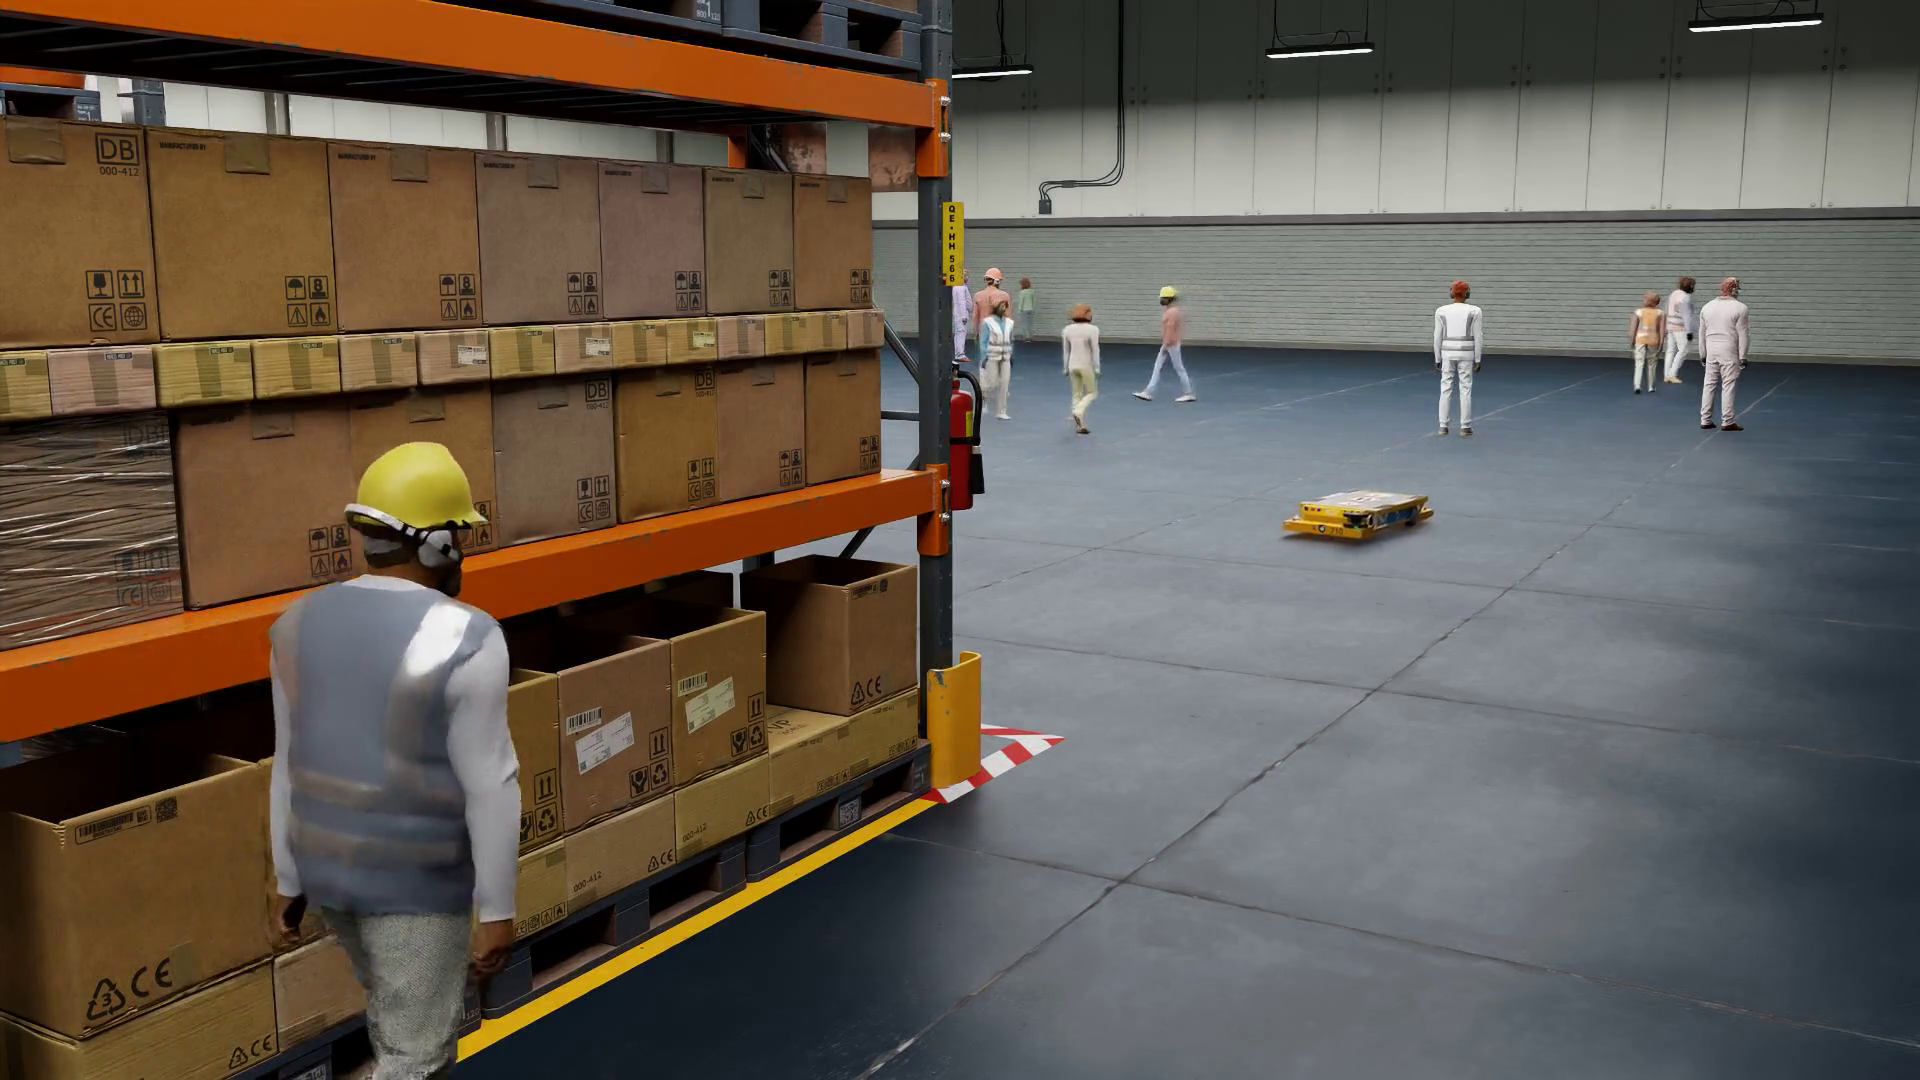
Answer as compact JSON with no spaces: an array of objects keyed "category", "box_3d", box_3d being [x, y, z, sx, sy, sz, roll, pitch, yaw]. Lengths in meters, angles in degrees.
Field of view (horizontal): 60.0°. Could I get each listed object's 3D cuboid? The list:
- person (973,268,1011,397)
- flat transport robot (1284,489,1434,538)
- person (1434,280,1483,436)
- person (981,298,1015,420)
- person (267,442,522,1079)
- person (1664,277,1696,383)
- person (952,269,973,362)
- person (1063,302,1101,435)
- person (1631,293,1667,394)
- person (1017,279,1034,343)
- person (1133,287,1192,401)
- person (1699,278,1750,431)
[{"category":"person","box_3d":[0.507,-3.195,25.697,0.610,1.989,0.391,4,10,22]},{"category":"flat transport robot","box_3d":[3.217,-0.226,13.334,0.652,0.197,1.431,7,12,37]},{"category":"person","box_3d":[6.053,-2.206,20.216,0.576,1.882,0.351,5,11,27]},{"category":"person","box_3d":[0.487,-2.428,22.259,0.532,1.621,0.473,-6,11,-31]},{"category":"person","box_3d":[-1.232,0.704,3.463,0.605,1.798,0.811,5,11,26]},{"category":"person","box_3d":[12.381,-3.596,28.595,0.433,1.816,0.682,0,10,2]},{"category":"person","box_3d":[0.059,-4.633,34.349,0.410,1.912,0.643,-2,10,-10]},{"category":"person","box_3d":[1.459,-2.067,20.138,0.514,1.621,0.435,8,12,38]},{"category":"person","box_3d":[10.924,-3.126,26.426,0.519,1.602,0.842,6,11,30]},{"category":"person","box_3d":[1.669,-5.738,41.705,0.322,1.623,0.564,8,13,39]},{"category":"person","box_3d":[3.083,-2.918,24.847,0.898,1.711,0.545,-1,10,-6]},{"category":"person","box_3d":[9.588,-2.323,20.833,0.407,1.906,0.655,-6,11,-31]}]
